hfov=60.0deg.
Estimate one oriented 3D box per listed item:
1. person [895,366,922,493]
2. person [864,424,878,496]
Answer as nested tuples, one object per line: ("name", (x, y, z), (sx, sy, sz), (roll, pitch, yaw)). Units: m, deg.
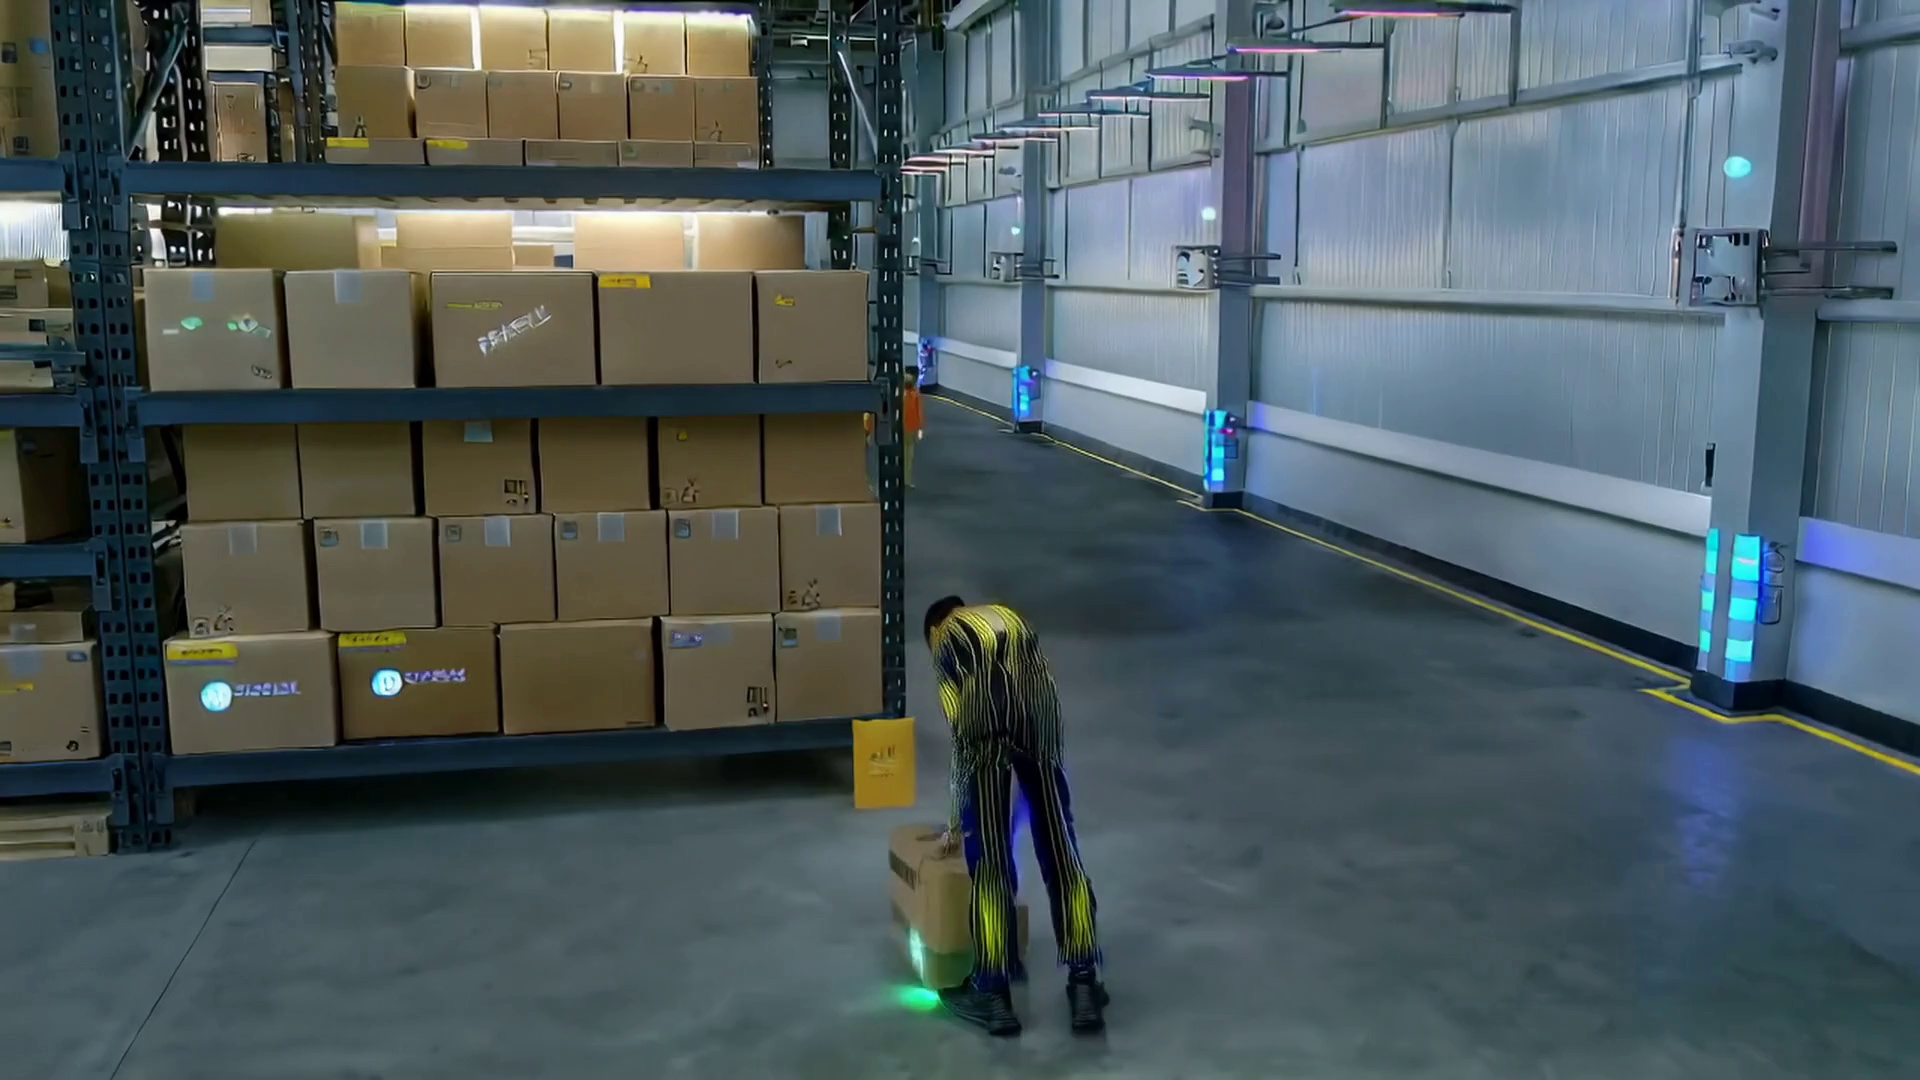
("person", (-0.680, -1.522, 22.692), (0.657, 1.696, 0.612), (7, 12, 36))
("person", (-1.084, -0.493, 15.782), (0.608, 1.910, 0.803), (-1, 9, -4))
